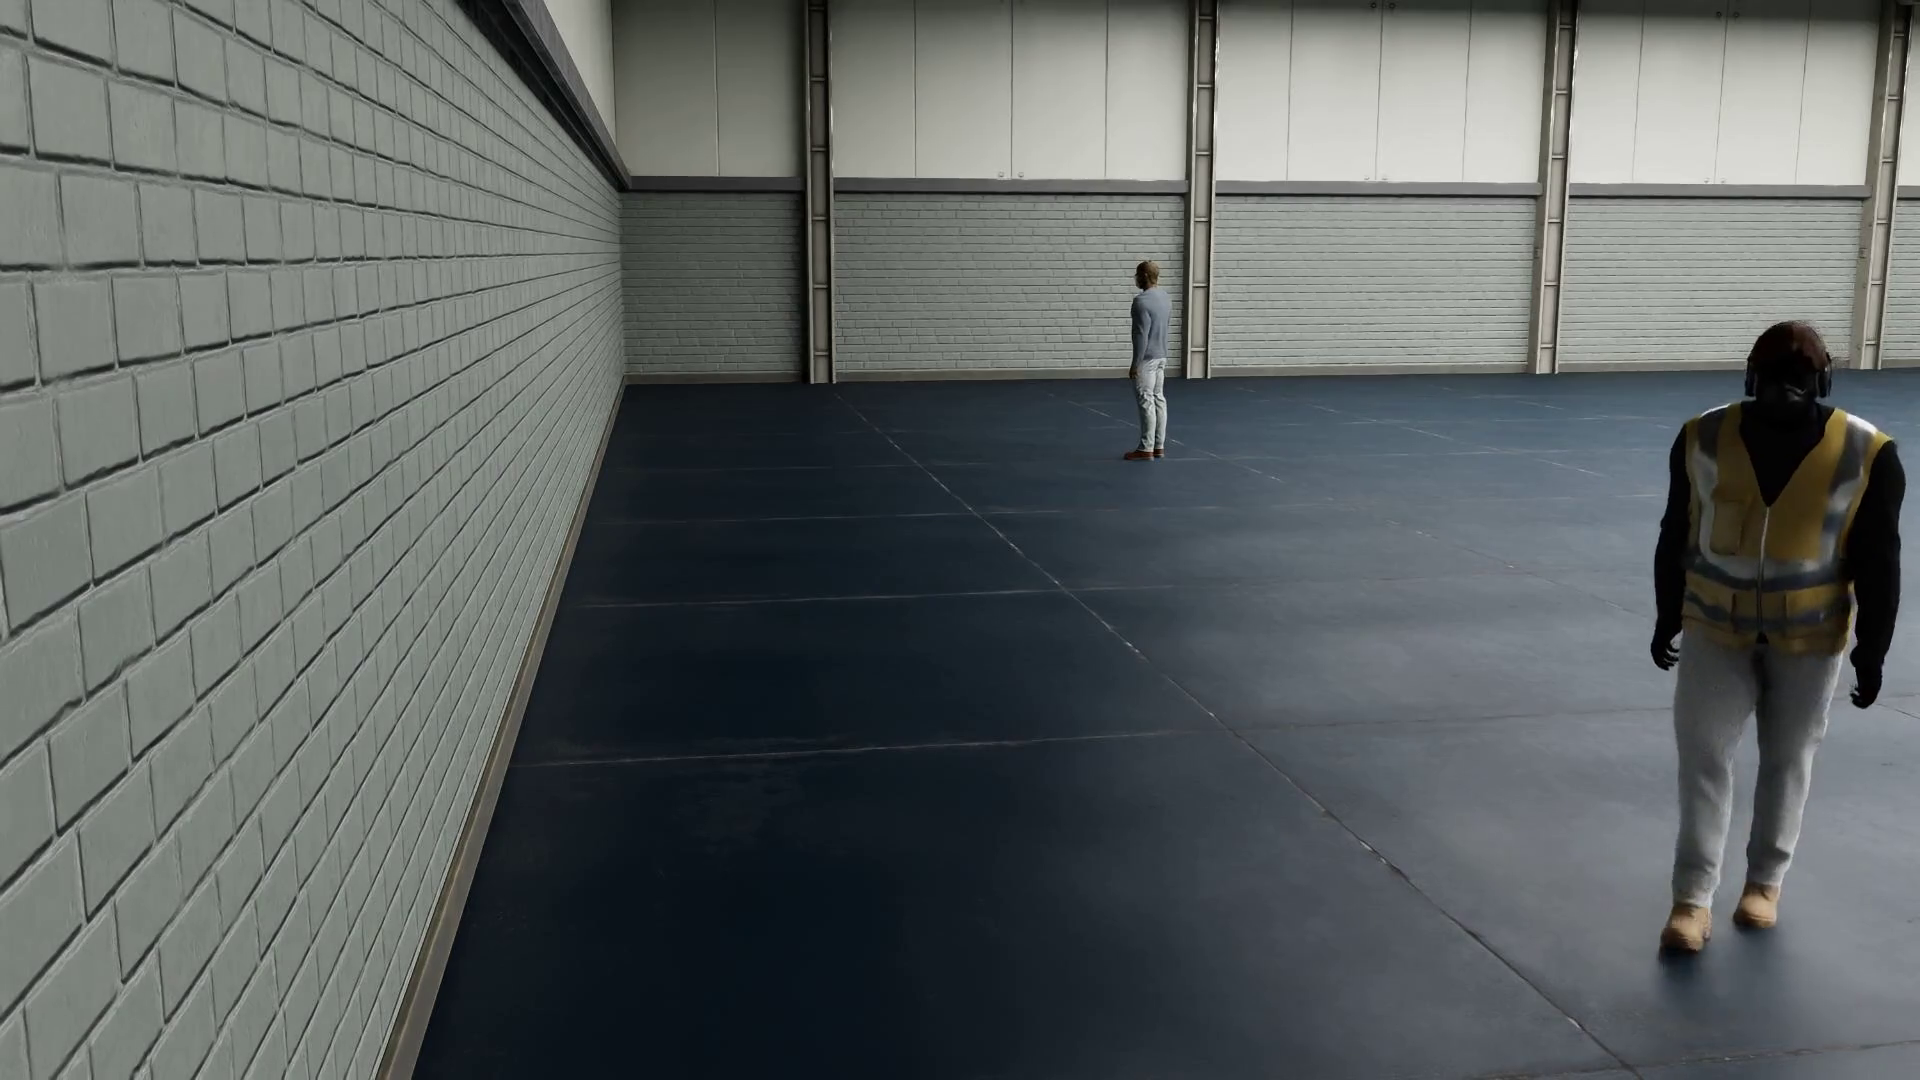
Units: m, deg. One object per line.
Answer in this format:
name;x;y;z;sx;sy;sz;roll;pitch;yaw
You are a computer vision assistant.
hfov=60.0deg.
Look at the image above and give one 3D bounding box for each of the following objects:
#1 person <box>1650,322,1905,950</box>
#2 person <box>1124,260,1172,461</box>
person;2.305;0.295;4.779;0.661;1.815;0.784;6;11;31
person;1.824;-1.737;16.141;0.360;1.937;0.635;6;12;31
